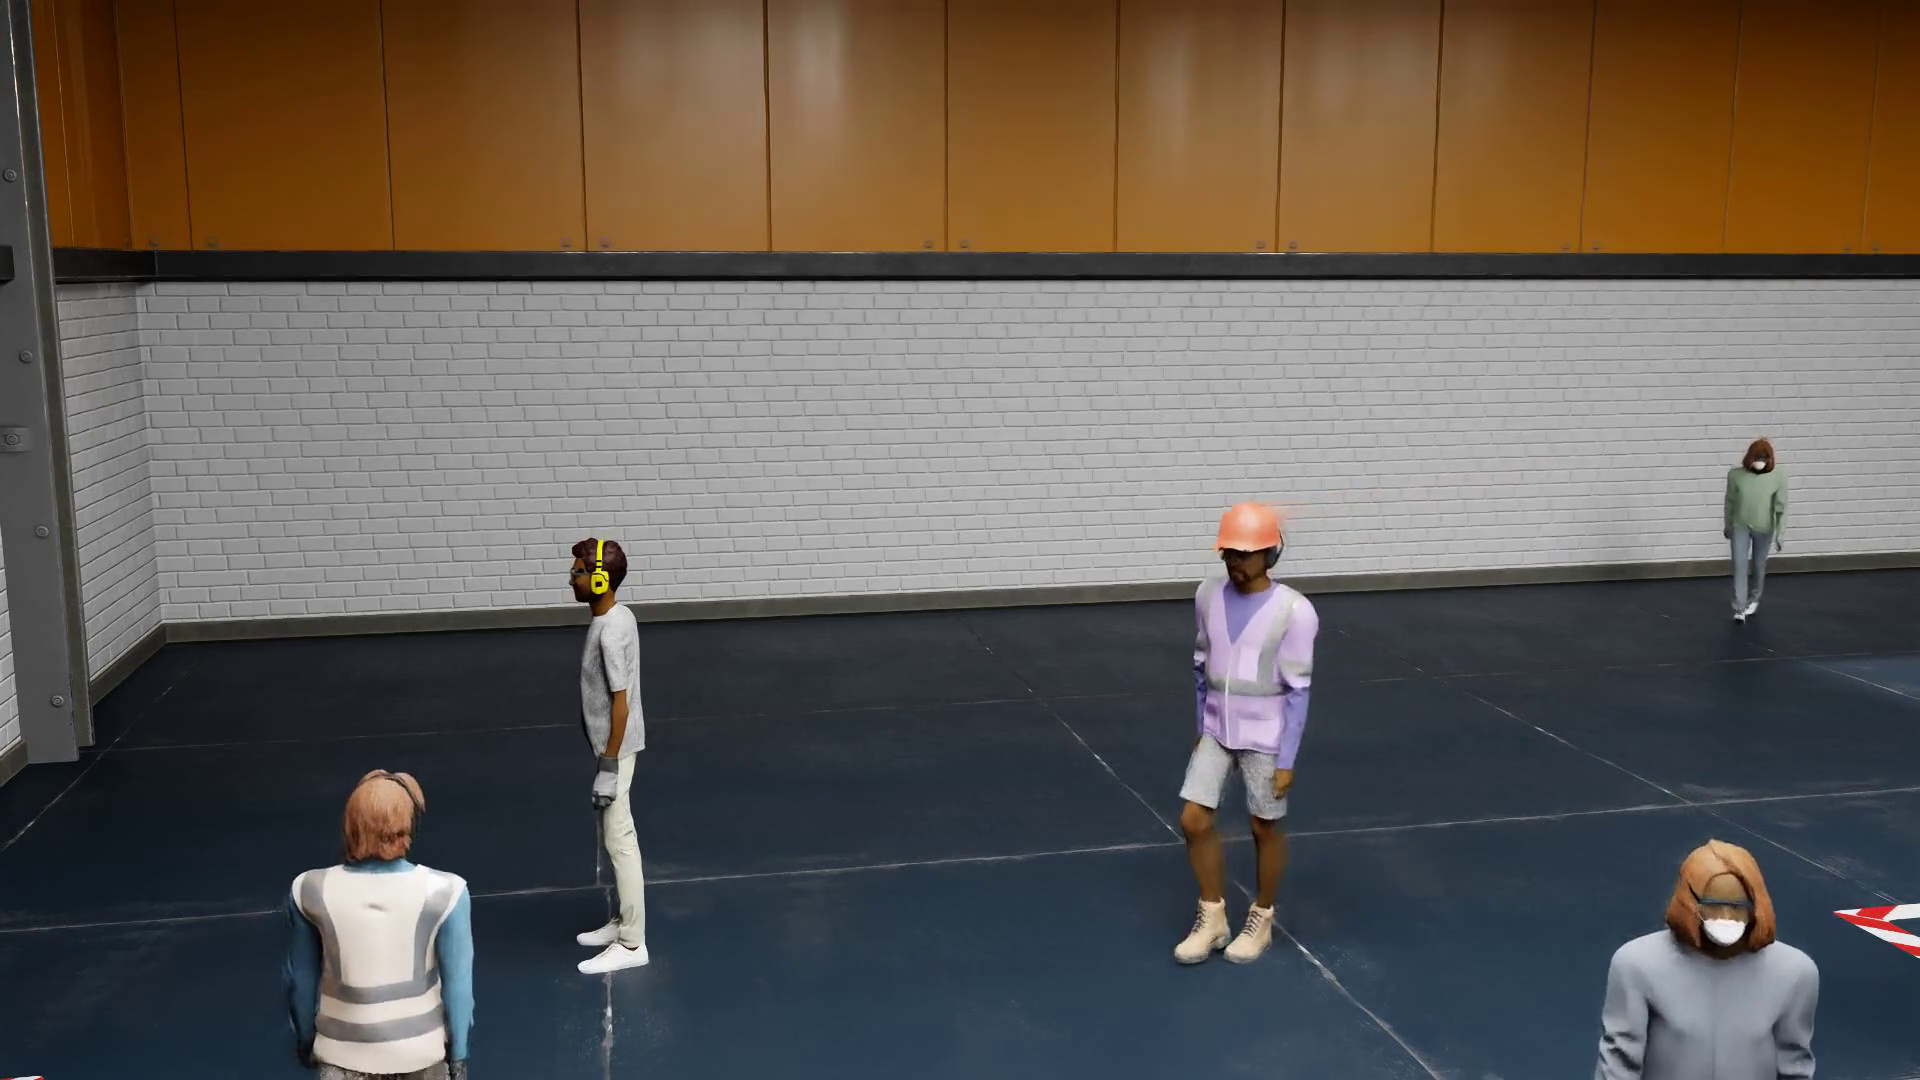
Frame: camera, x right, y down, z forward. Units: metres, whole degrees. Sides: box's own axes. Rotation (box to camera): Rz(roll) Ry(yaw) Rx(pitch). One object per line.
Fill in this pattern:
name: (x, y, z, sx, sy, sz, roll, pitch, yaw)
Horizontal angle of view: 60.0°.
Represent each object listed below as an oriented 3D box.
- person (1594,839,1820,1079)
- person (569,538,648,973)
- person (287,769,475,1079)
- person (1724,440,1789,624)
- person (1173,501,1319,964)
person: (1.852, 1.538, 4.144, 0.526, 1.594, 0.799, 2, 10, 14)
person: (-1.513, 0.915, 7.119, 0.328, 1.873, 0.518, -2, 9, -11)
person: (-1.630, 1.447, 4.688, 0.520, 1.603, 0.828, -2, 10, -12)
person: (6.732, -0.078, 14.092, 0.504, 1.559, 0.928, 5, 11, 30)
person: (1.170, 0.845, 7.047, 0.620, 2.023, 0.673, 9, 13, 43)
